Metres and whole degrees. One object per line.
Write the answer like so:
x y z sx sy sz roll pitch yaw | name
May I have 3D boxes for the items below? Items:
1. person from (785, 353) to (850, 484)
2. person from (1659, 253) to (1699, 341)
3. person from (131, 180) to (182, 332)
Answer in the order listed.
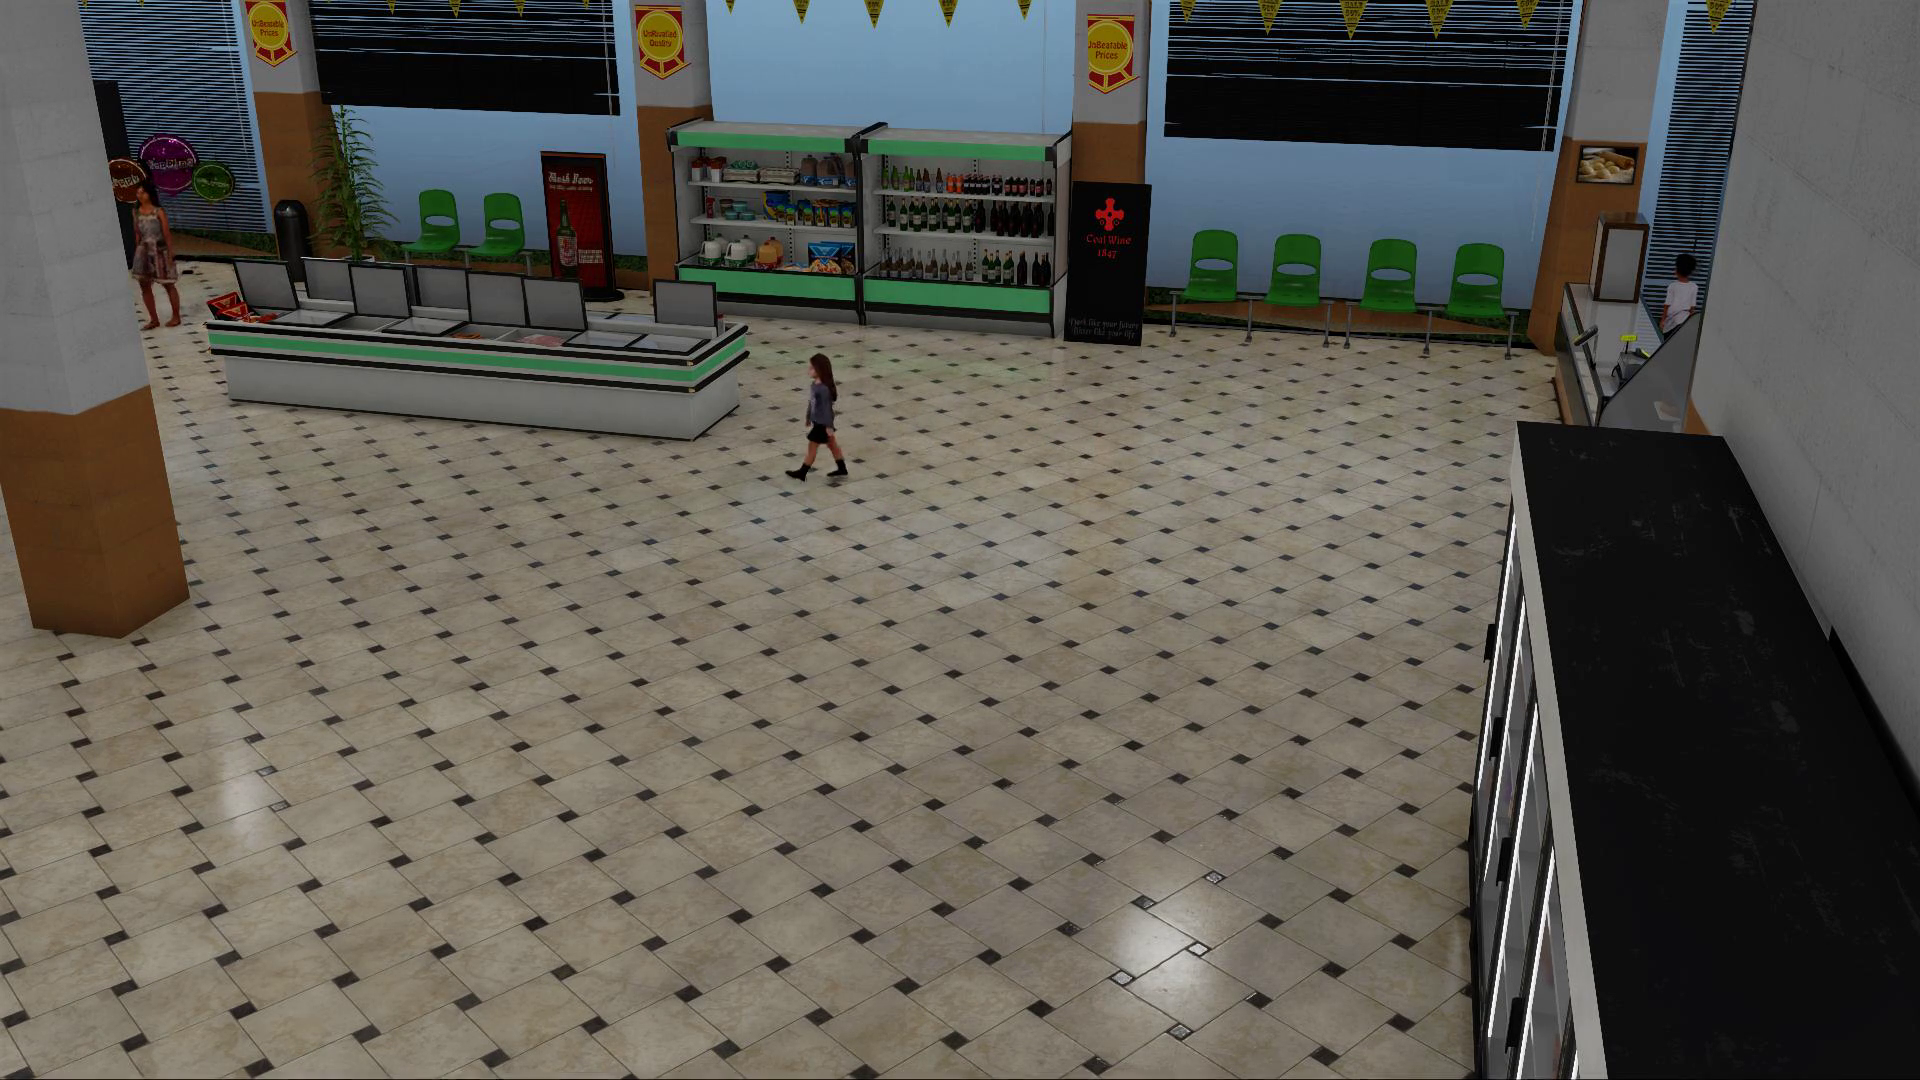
-1.081 -0.994 13.687 0.842 1.079 0.717 -7 23 -16 | person
7.100 -2.205 16.460 0.514 1.259 0.616 -3 22 -6 | person
-8.796 -3.147 18.313 0.723 1.624 0.736 3 22 8 | person
